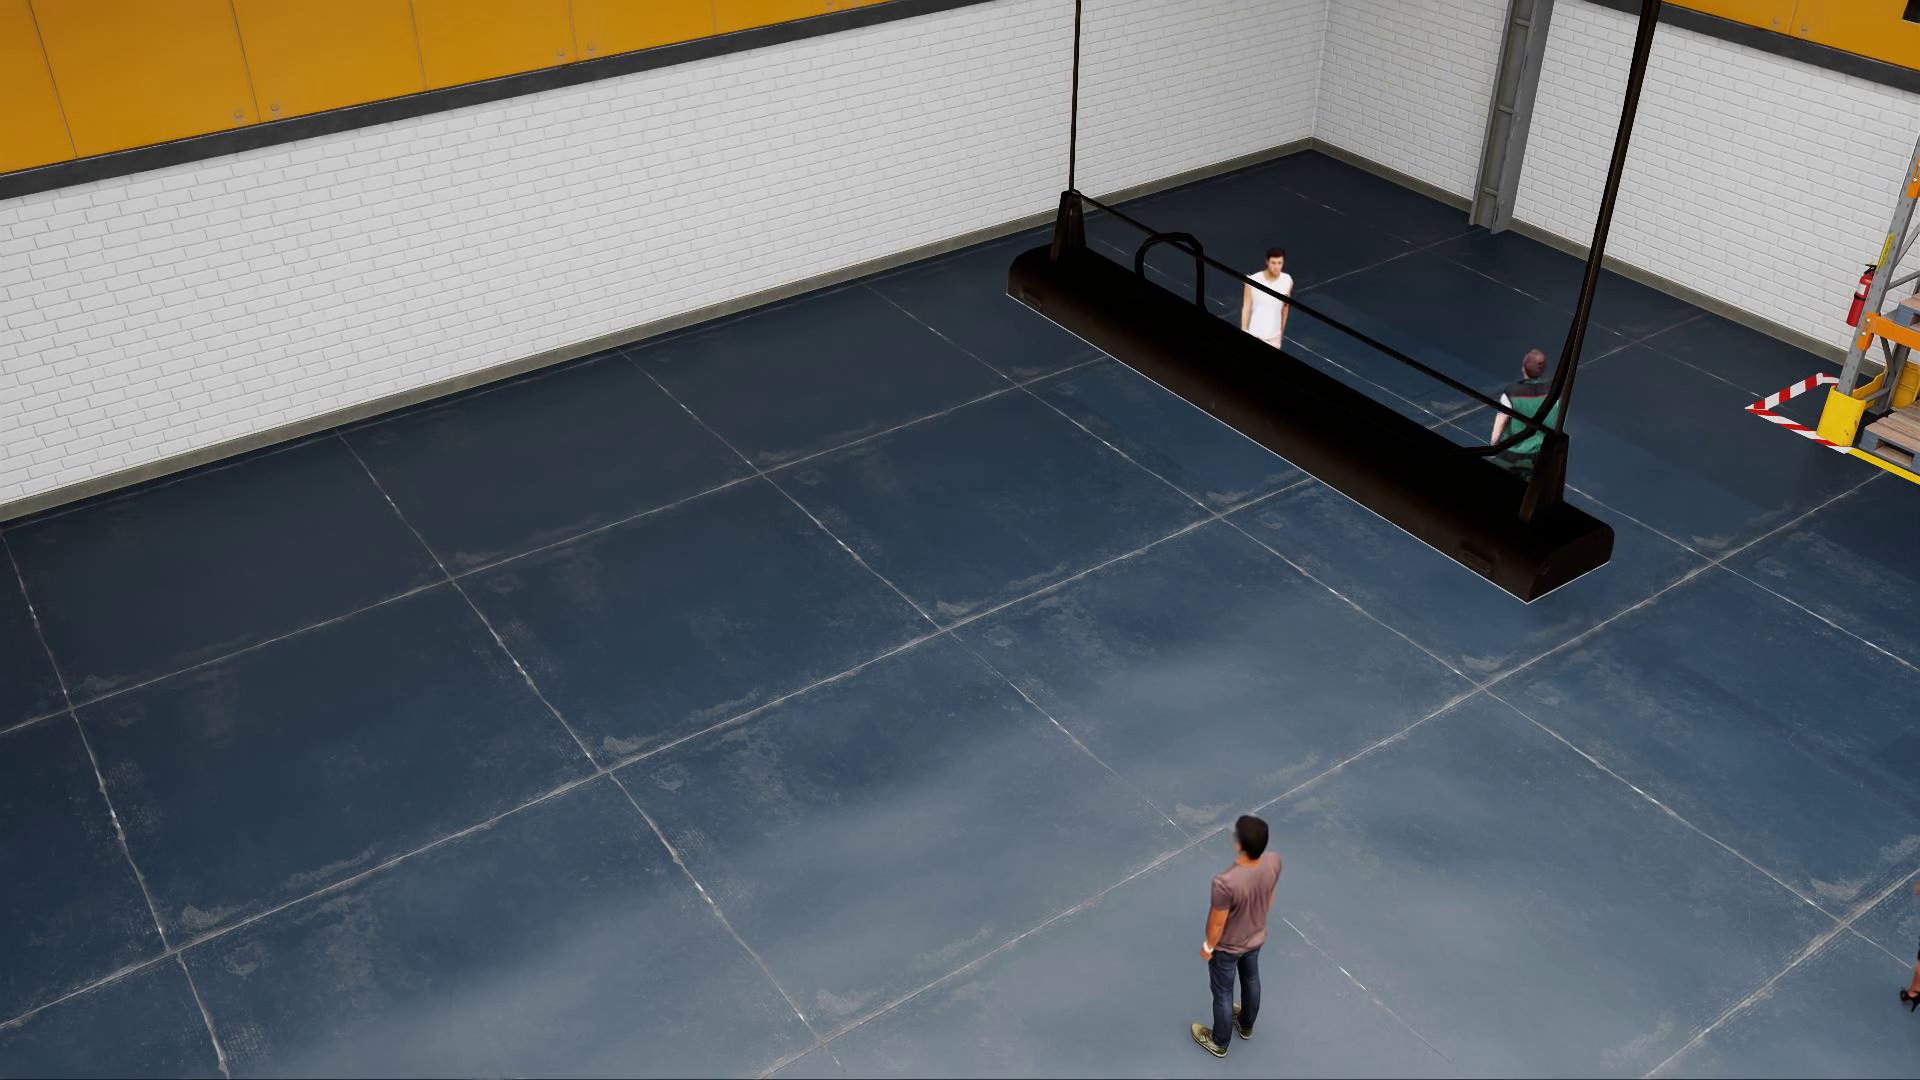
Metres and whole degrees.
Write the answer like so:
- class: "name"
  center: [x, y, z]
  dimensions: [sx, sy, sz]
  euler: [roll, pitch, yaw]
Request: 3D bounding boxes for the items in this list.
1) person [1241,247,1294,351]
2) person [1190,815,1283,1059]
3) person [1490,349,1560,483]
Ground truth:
- class: "person"
  center: [2.903, -2.038, 16.087]
  dimensions: [1.068, 1.740, 1.209]
  euler: [1, 34, 2]
- class: "person"
  center: [1.610, 2.272, 9.567]
  dimensions: [0.623, 1.780, 0.534]
  euler: [-20, 38, -27]
- class: "person"
  center: [4.751, -0.739, 14.050]
  dimensions: [0.806, 1.831, 0.855]
  euler: [0, 34, -1]
